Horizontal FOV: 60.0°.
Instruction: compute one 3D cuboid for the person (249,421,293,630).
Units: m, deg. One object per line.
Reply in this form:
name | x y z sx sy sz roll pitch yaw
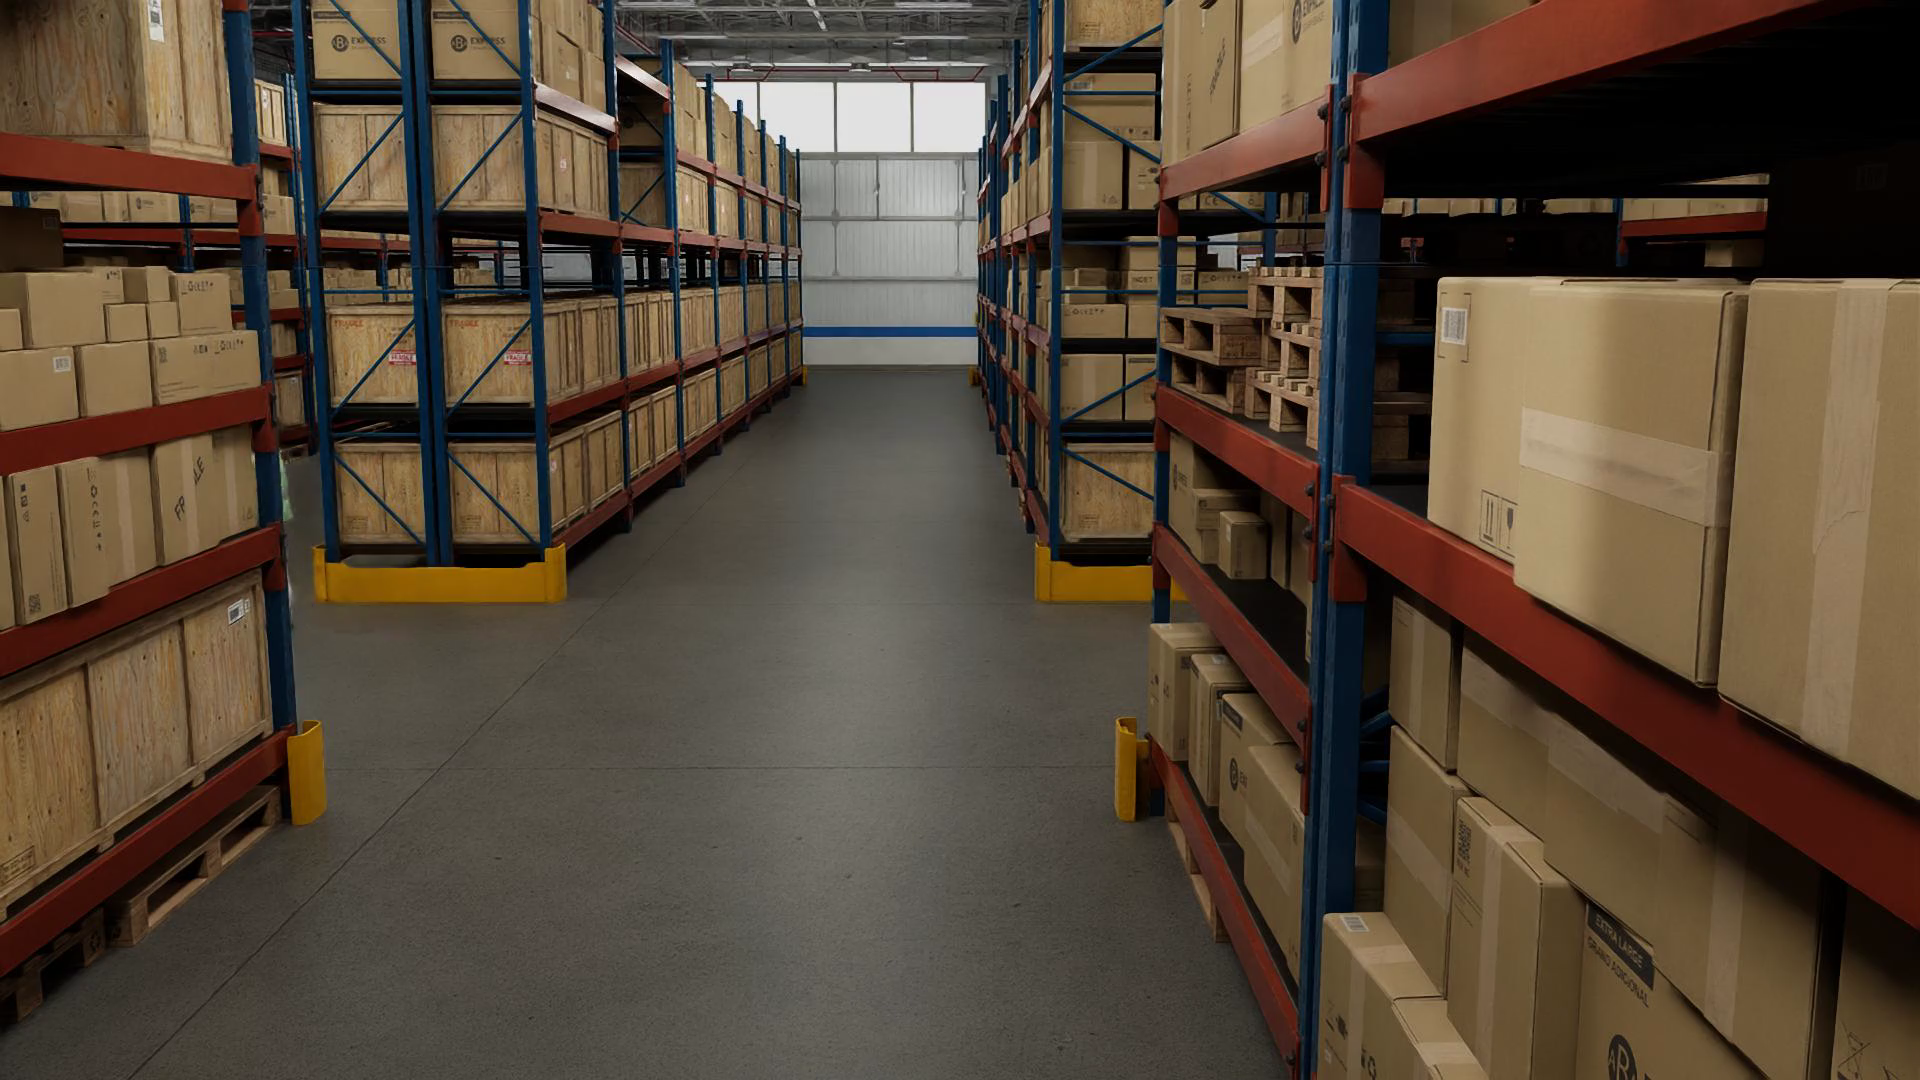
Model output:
person | -5.814 -0.126 13.848 0.472 1.825 0.592 0 9 2
